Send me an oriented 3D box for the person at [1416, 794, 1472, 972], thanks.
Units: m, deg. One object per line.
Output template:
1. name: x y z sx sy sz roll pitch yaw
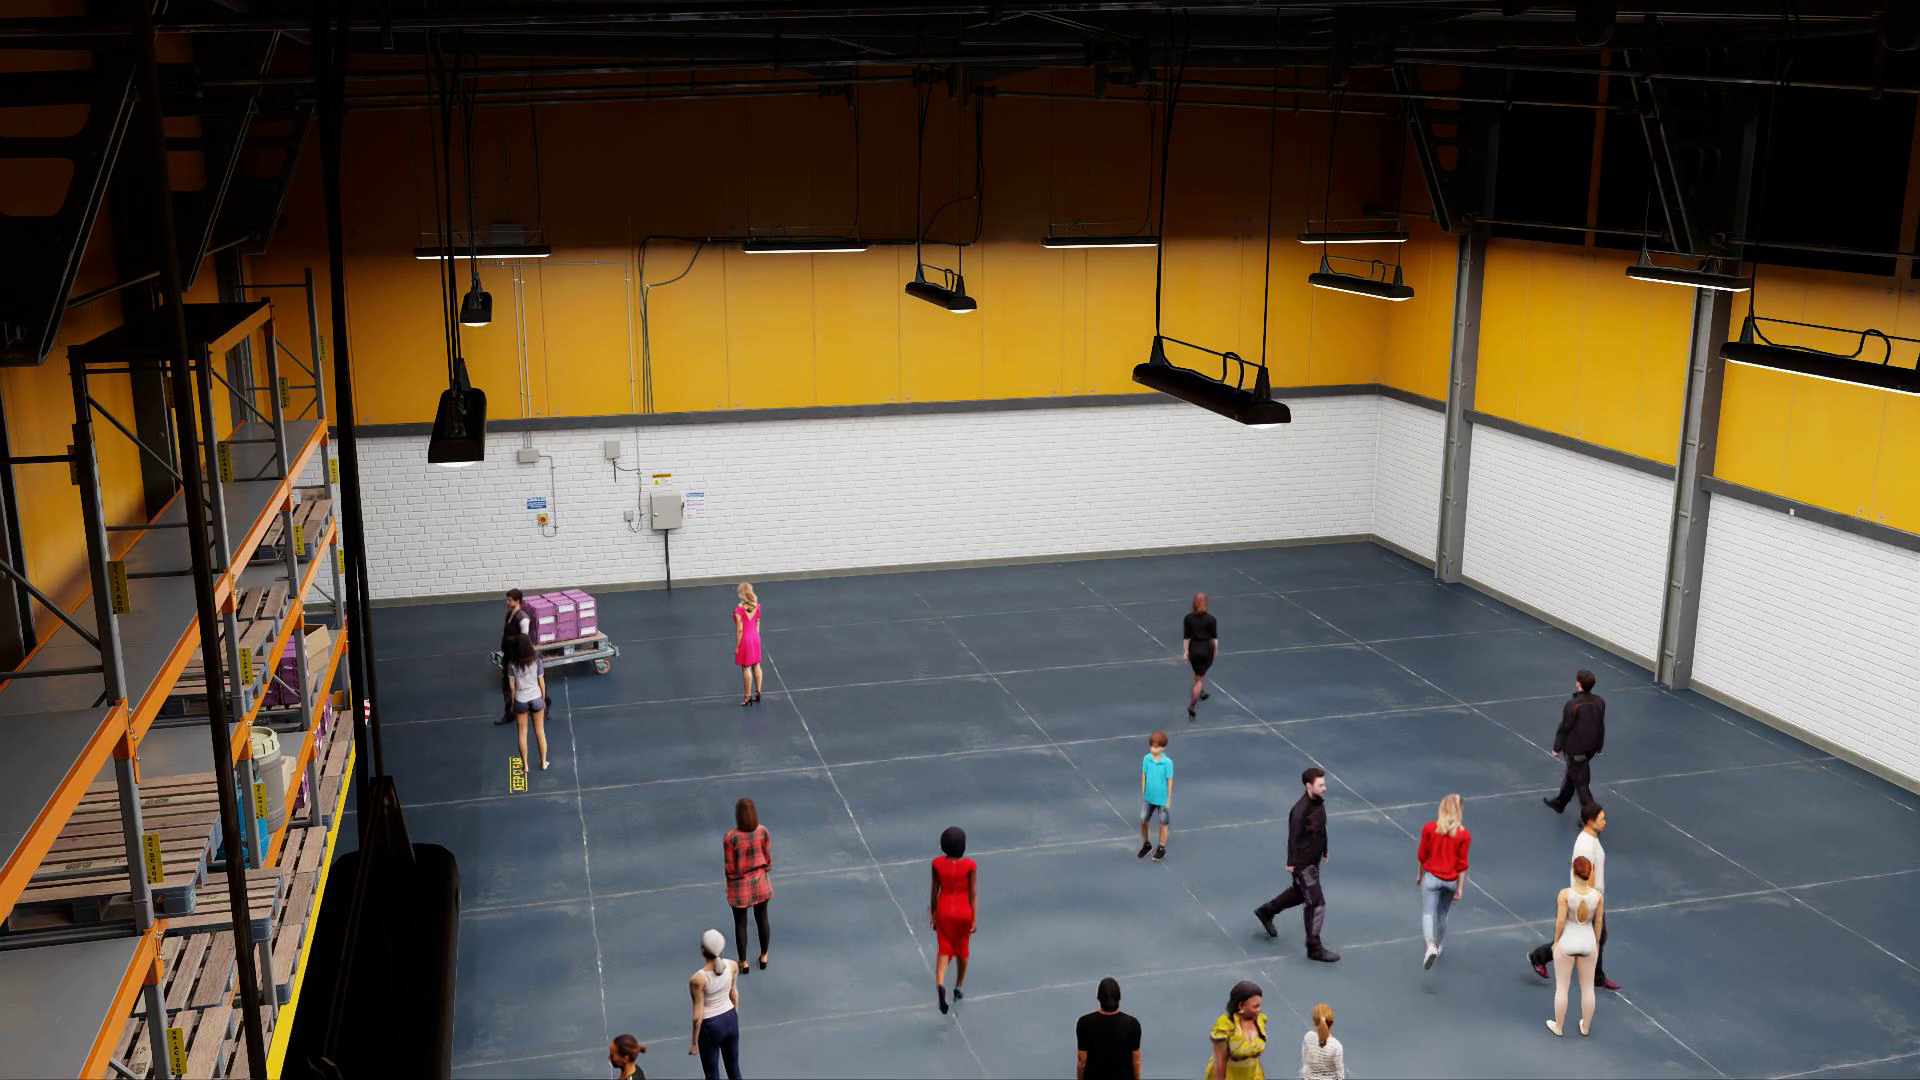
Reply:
1. person: 4.468 3.212 15.458 0.914 1.674 1.084 4 14 15

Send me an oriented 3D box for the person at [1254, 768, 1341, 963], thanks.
1. person: 3.206 3.031 15.769 1.225 1.881 1.169 8 16 28

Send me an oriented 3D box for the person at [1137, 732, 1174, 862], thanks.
1. person: 2.164 2.736 17.922 0.624 1.440 0.683 8 16 29

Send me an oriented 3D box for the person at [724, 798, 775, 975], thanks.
1. person: -1.964 3.199 15.454 0.647 1.702 0.606 -6 15 -25

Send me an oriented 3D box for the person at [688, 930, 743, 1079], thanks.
1. person: -1.876 3.818 12.899 0.681 1.702 0.689 -13 19 -42

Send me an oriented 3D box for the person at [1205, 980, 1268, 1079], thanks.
1. person: 1.991 3.990 12.316 0.820 1.641 0.838 -7 15 -27

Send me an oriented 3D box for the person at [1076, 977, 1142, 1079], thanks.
1. person: 1.077 3.984 12.092 0.697 1.757 0.684 1 14 2

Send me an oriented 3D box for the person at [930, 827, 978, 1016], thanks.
1. person: -0.066 3.378 14.664 0.819 1.725 1.038 2 14 9

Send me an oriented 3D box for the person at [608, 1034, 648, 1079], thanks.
1. person: -2.239 4.175 11.494 0.645 1.669 0.468 -3 14 -12

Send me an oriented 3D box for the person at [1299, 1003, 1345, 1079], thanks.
1. person: 2.657 4.121 12.485 0.692 1.307 0.741 13 18 42

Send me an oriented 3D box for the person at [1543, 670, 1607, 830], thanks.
1. person: 6.995 2.387 18.604 0.899 1.797 1.215 -7 15 -26

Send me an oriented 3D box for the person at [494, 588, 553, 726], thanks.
1. person: -5.801 1.539 22.034 1.008 1.831 1.065 -12 18 -40

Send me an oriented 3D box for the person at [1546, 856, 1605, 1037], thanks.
1. person: 5.319 3.499 14.341 0.604 1.643 0.569 1 14 3

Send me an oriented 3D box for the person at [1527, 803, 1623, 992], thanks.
1. person: 5.593 3.249 15.085 1.130 1.779 1.080 7 15 26

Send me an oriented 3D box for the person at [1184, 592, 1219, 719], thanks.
1. person: 3.198 1.579 22.247 1.039 1.654 1.139 7 15 25

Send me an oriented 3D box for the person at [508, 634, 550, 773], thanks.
1. person: -5.293 1.990 20.382 0.577 1.732 0.502 -4 14 -15

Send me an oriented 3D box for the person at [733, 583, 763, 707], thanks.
1. person: -2.889 1.415 22.766 0.693 1.728 0.662 12 18 41
